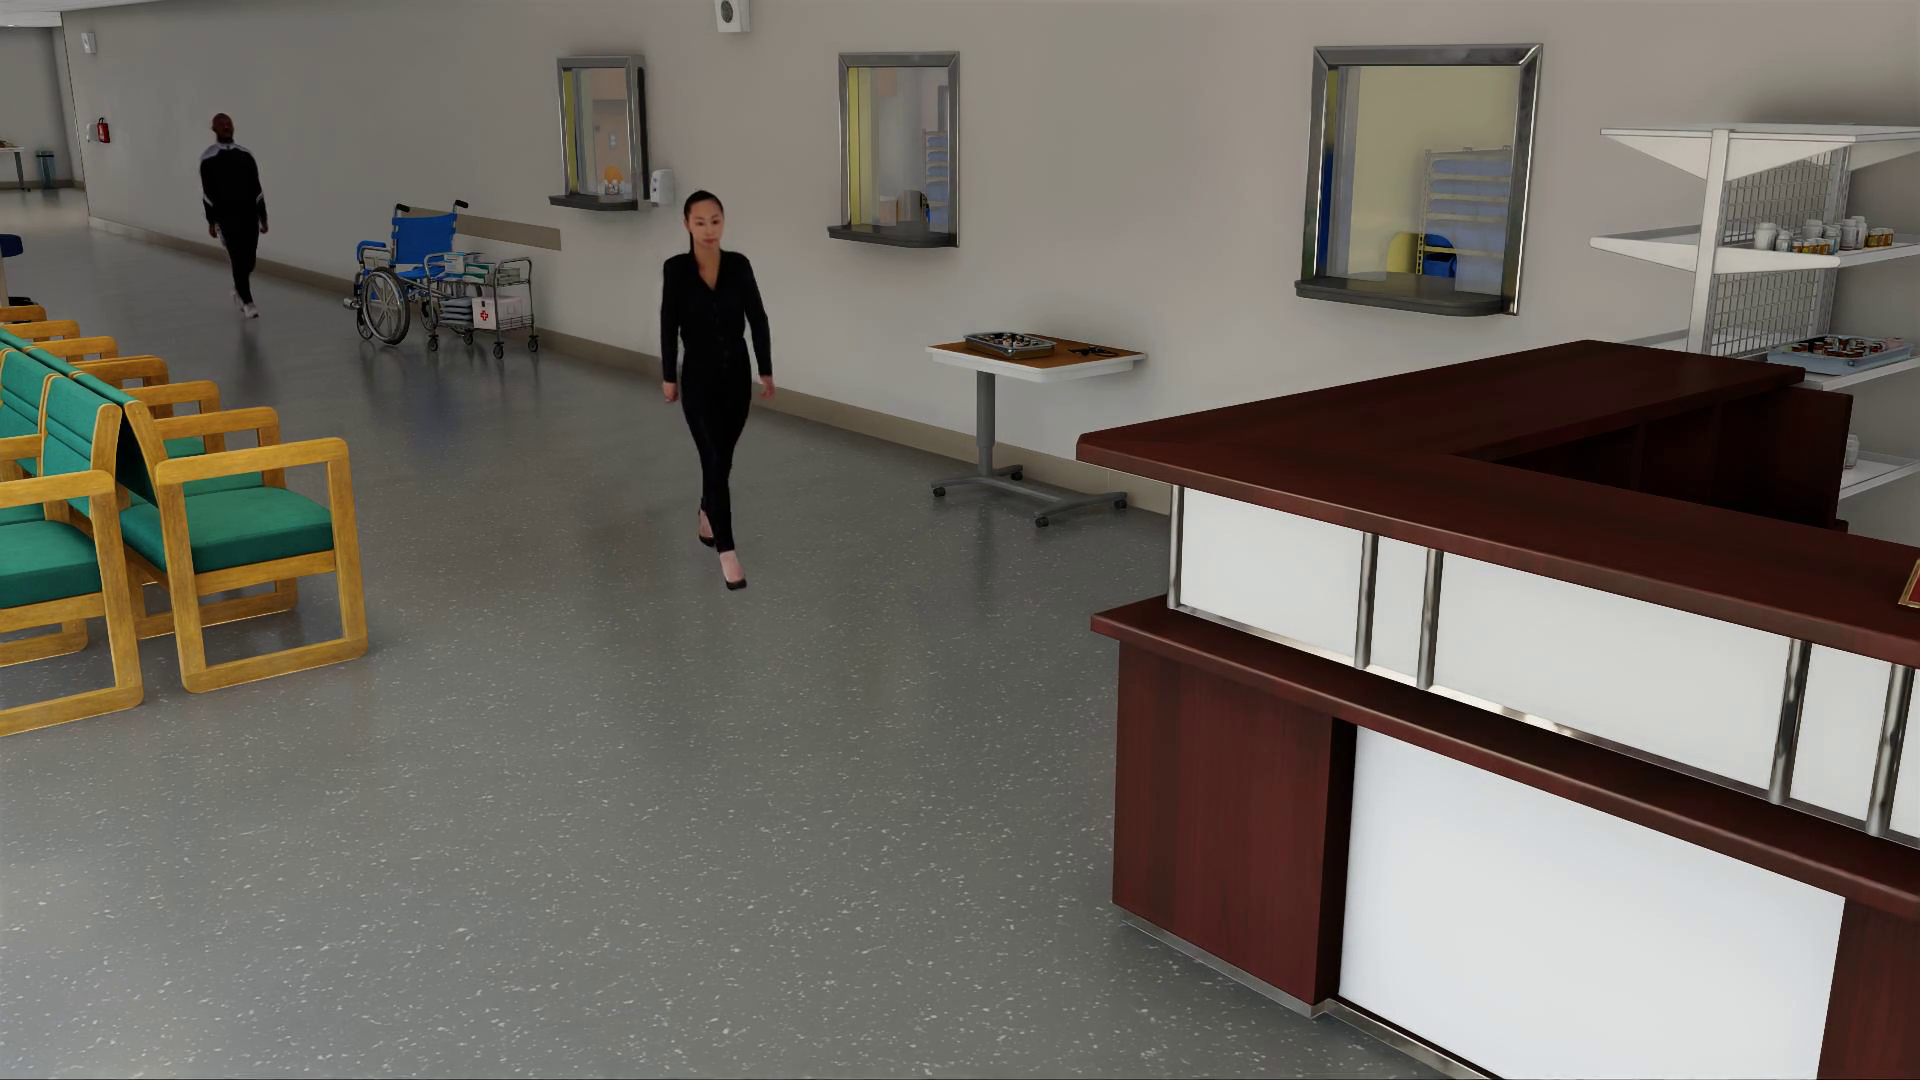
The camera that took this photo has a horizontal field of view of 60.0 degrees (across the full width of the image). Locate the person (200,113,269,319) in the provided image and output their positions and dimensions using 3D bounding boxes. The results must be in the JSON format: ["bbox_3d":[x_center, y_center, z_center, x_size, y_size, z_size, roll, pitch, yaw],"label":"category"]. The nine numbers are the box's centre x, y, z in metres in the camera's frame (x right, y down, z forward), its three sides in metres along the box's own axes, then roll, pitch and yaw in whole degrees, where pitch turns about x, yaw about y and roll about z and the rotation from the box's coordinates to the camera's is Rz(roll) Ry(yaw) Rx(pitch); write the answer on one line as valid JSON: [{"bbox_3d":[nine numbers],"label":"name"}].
[{"bbox_3d":[-6.628,-2.958,15.184,1.052,1.809,0.727,-13,20,-39],"label":"person"}]

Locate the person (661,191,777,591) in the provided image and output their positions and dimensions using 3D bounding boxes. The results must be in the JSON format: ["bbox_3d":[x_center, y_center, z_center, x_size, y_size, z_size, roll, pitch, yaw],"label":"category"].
[{"bbox_3d":[-1.082,-0.650,7.267,1.093,1.662,0.795,-8,18,-26],"label":"person"}]
